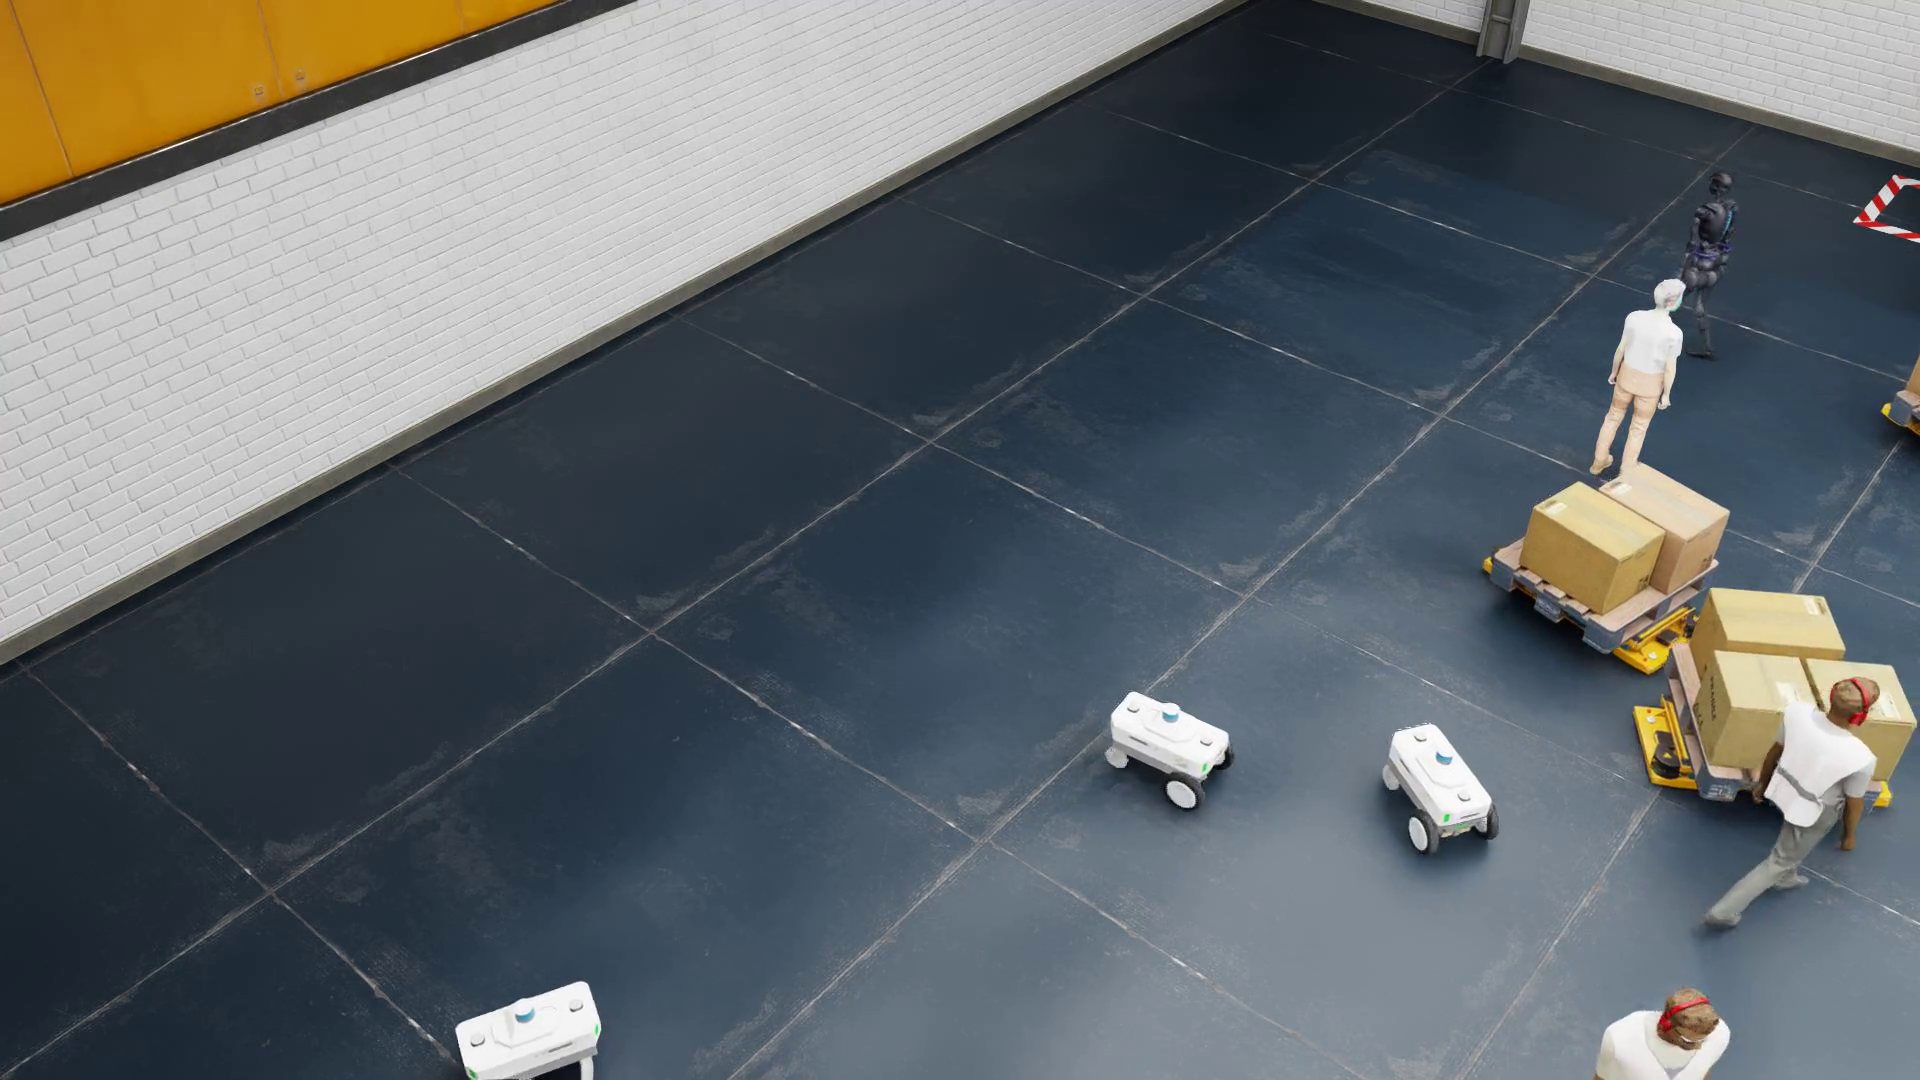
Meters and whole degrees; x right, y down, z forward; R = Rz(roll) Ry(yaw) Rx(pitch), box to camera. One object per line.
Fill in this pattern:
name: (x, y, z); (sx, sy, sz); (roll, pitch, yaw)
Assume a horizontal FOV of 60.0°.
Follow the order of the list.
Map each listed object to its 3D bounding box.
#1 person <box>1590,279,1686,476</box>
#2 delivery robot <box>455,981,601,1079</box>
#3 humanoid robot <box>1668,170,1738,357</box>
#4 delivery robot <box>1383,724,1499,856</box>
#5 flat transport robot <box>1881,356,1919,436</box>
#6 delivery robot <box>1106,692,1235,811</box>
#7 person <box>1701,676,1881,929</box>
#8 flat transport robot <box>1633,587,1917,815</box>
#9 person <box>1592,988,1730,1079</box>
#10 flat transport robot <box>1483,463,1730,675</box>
person: (5.157, -1.199, 12.596); (0.305, 1.744, 0.495); (-29, 47, -31)
delivery robot: (-2.282, 2.651, 8.767); (0.766, 0.595, 0.505); (-16, 41, -19)
humanoid robot: (6.309, -2.312, 14.070); (0.610, 1.623, 0.694); (-20, 43, -23)
delivery robot: (2.928, 1.492, 10.187); (0.499, 0.570, 0.750); (-11, 40, -13)
flat transport robot: (8.166, -0.776, 13.249); (0.659, 0.231, 1.431); (-14, 41, -17)
delivery robot: (1.329, 1.293, 10.469); (0.808, 0.614, 0.499); (23, 44, 26)
person: (4.661, 1.478, 9.237); (0.876, 1.813, 0.576); (-10, 40, -12)
flat transport robot: (5.111, 1.340, 10.623); (1.431, 0.231, 0.659); (5, 39, 6)
person: (3.153, 2.675, 7.732); (0.570, 1.822, 0.566); (8, 39, 9)
flat transport robot: (4.503, 0.383, 11.811); (0.659, 0.231, 1.431); (-25, 45, -28)
